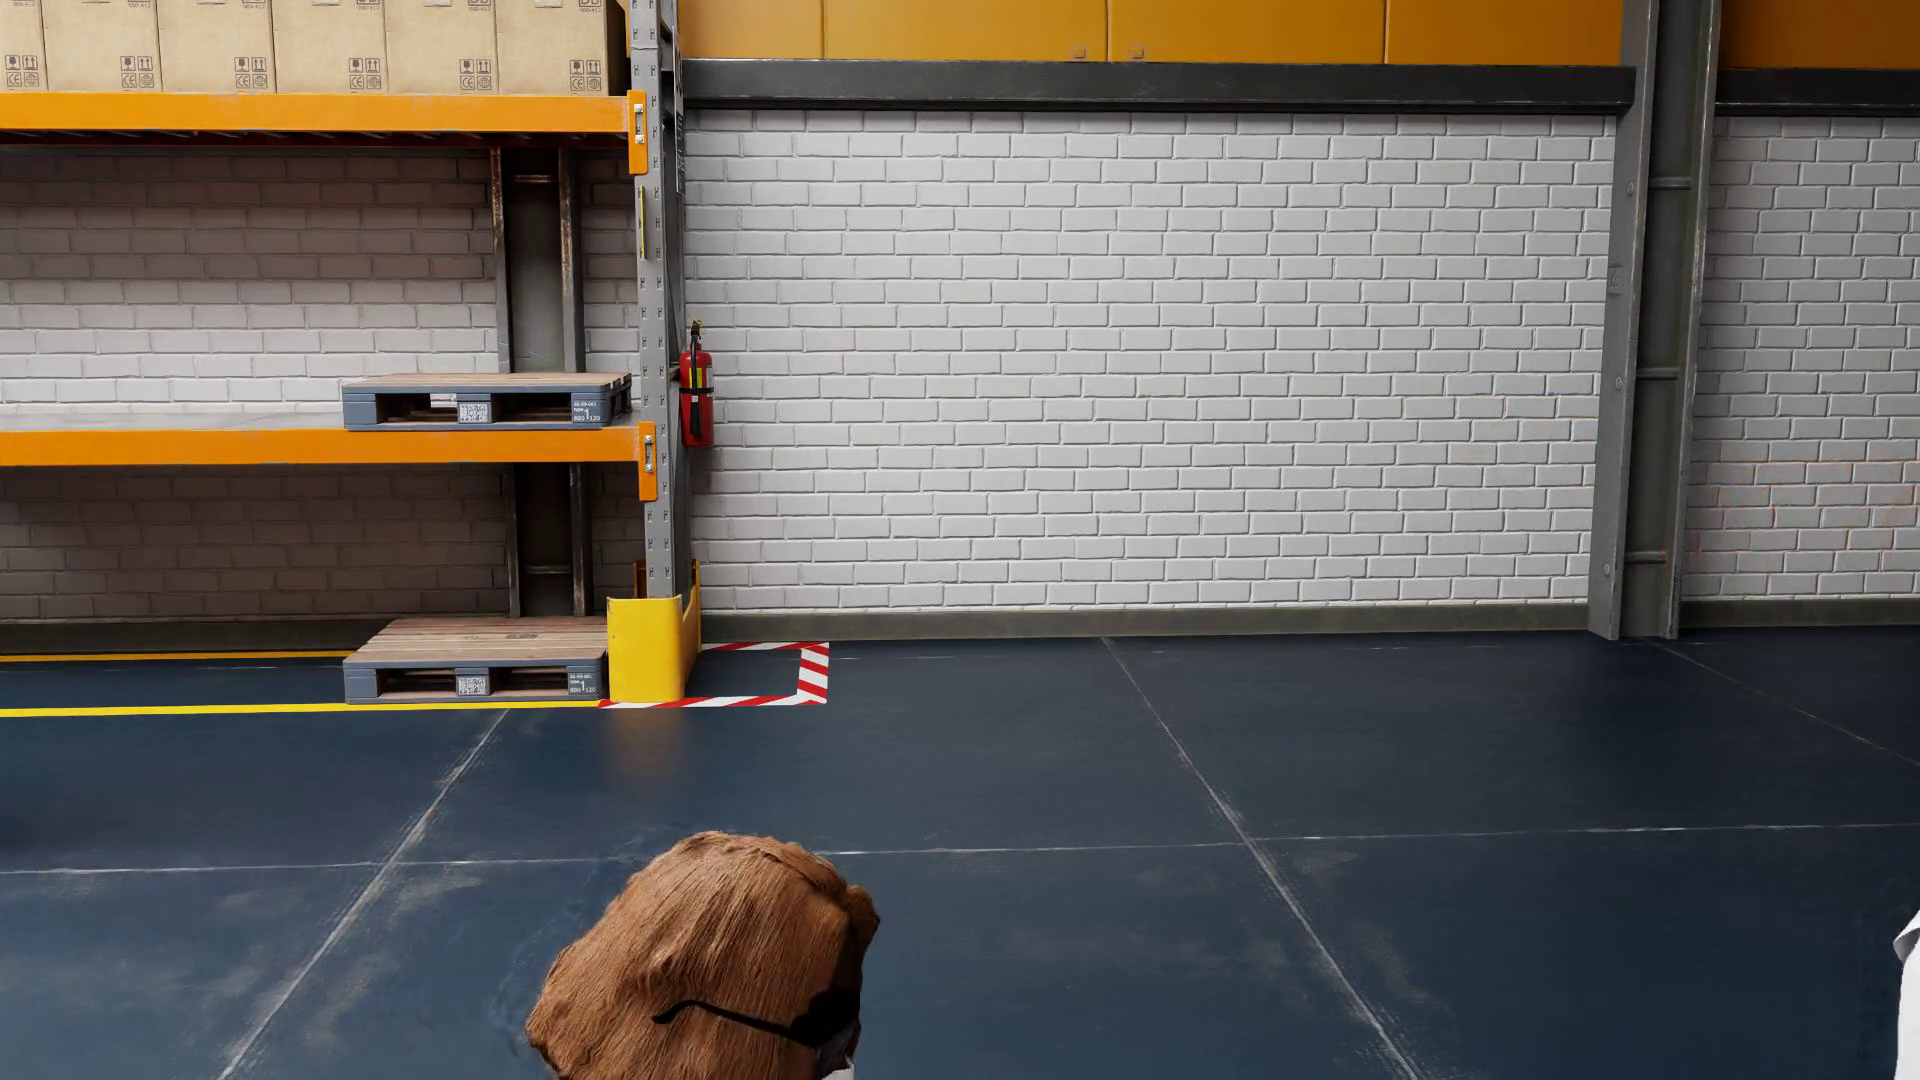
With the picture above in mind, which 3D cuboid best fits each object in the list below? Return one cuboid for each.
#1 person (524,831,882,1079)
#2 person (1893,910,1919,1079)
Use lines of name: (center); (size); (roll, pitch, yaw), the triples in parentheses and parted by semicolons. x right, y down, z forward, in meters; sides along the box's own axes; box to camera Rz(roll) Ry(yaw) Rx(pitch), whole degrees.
person: (-0.307, 1.003, 1.453); (0.808, 1.603, 0.504); (7, 12, 38)
person: (1.077, 0.885, 1.371); (0.580, 1.866, 0.649); (-4, 10, -23)
